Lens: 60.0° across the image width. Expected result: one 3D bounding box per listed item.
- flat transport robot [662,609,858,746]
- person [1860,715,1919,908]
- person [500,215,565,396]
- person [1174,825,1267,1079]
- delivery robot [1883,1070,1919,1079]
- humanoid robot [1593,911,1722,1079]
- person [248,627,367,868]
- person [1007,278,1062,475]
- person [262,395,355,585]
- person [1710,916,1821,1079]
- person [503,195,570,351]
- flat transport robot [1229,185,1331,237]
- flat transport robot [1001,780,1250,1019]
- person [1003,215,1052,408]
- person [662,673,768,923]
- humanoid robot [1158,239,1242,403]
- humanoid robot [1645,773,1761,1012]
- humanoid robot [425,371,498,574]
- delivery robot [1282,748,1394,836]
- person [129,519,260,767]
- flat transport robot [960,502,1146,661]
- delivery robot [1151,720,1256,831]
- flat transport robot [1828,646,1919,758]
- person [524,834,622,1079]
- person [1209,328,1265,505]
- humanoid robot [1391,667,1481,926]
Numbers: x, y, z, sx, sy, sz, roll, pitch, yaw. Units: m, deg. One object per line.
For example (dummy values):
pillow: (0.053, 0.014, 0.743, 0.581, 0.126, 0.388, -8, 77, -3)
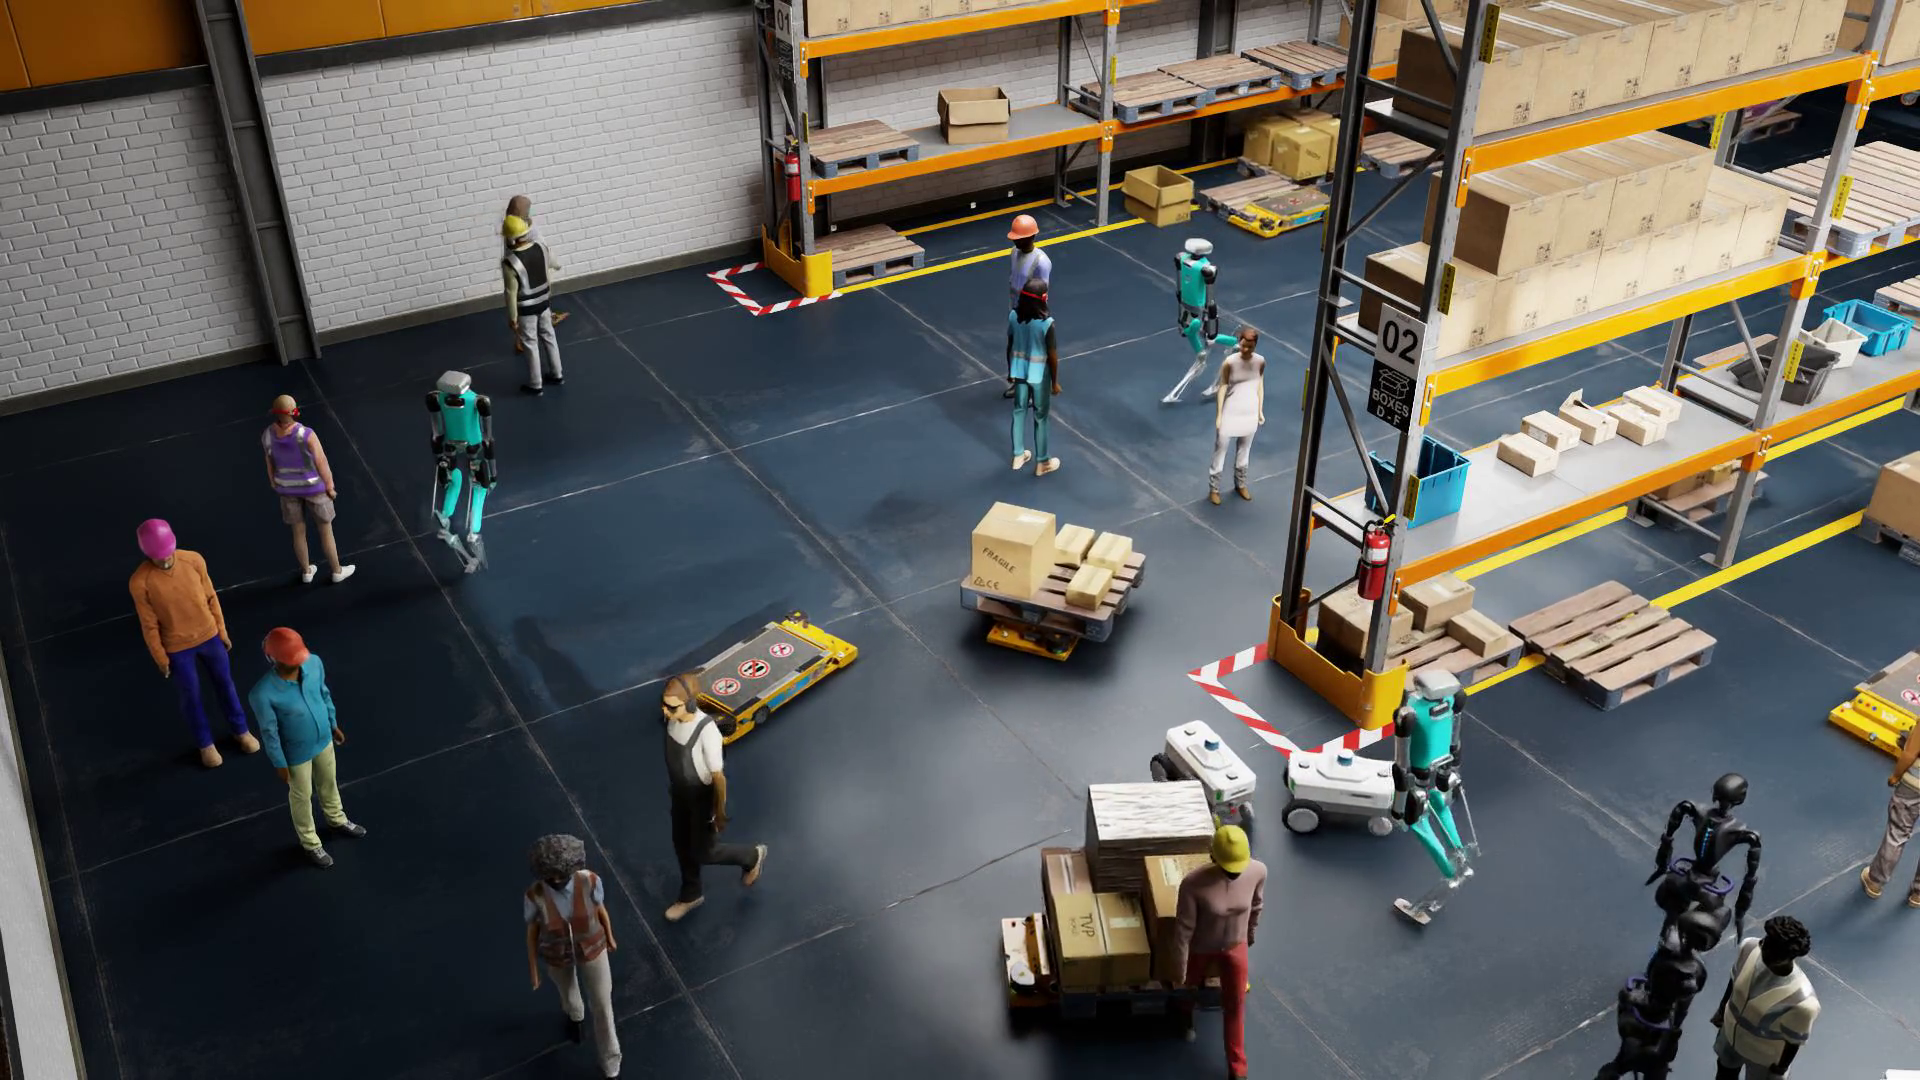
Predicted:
flat transport robot: (-1.485, 1.013, 12.468, 0.659, 0.231, 1.431, 23, 39, 32)
person: (6.000, 1.512, 10.257, 0.468, 1.772, 0.322, 14, 35, 21)
person: (-4.230, -2.305, 16.305, 0.404, 1.825, 0.583, 19, 37, 27)
person: (1.421, 2.261, 9.112, 0.538, 1.725, 0.825, -6, 33, -10)
delivery robot: (5.342, 3.082, 8.914, 0.811, 0.611, 0.499, 2, 32, 3)
humanoid robot: (3.581, 2.533, 8.740, 0.451, 1.646, 0.588, 4, 32, 6)
person: (-4.176, 1.290, 10.630, 0.328, 1.748, 0.559, 14, 35, 21)
person: (0.645, -1.458, 14.907, 0.528, 1.866, 0.394, 20, 37, 29)
person: (-5.275, -0.394, 13.369, 0.493, 1.693, 0.349, 1, 32, 1)
person: (4.114, 2.590, 8.617, 0.320, 1.693, 0.534, -9, 33, -14)
person: (-4.457, -2.829, 17.336, 0.474, 1.595, 0.917, 21, 38, 29)
flat transport robot: (4.083, -4.070, 20.574, 1.431, 0.231, 0.659, -21, 38, -29)
flat transport robot: (0.992, 2.498, 10.100, 1.431, 0.231, 0.659, -2, 32, -3)
person: (0.632, -2.216, 16.059, 0.382, 1.932, 0.540, -21, 38, -30)
person: (-1.580, 1.536, 10.167, 0.630, 1.827, 0.518, -26, 40, -35)
humanoid robot: (2.392, -2.098, 16.054, 0.943, 1.760, 0.545, -19, 37, -27)
humanoid robot: (4.266, 2.005, 9.571, 0.639, 1.633, 0.600, -26, 40, -35)
humanoid robot: (-4.033, -0.398, 13.424, 0.550, 1.887, 0.733, 4, 32, 6)
delivery robot: (2.535, 1.667, 11.172, 0.815, 0.611, 0.499, 6, 33, 9)
person: (-5.279, 0.690, 11.389, 0.517, 1.972, 0.405, -27, 41, -36)
flat transport robot: (0.783, 0.457, 13.354, 0.659, 0.231, 1.431, 13, 34, 20)
delivery robot: (1.687, 1.566, 11.311, 0.499, 0.589, 0.784, -14, 35, -21)
flat transport robot: (7.102, 1.167, 12.222, 1.431, 0.231, 0.659, -21, 38, -29)
person: (-2.120, 2.301, 9.107, 0.472, 1.648, 0.839, -8, 33, -13)
person: (2.433, -1.089, 14.511, 0.449, 1.657, 0.285, -7, 33, -11)
humanoid robot: (2.933, 1.671, 10.061, 0.534, 1.796, 0.779, -19, 37, -27)
